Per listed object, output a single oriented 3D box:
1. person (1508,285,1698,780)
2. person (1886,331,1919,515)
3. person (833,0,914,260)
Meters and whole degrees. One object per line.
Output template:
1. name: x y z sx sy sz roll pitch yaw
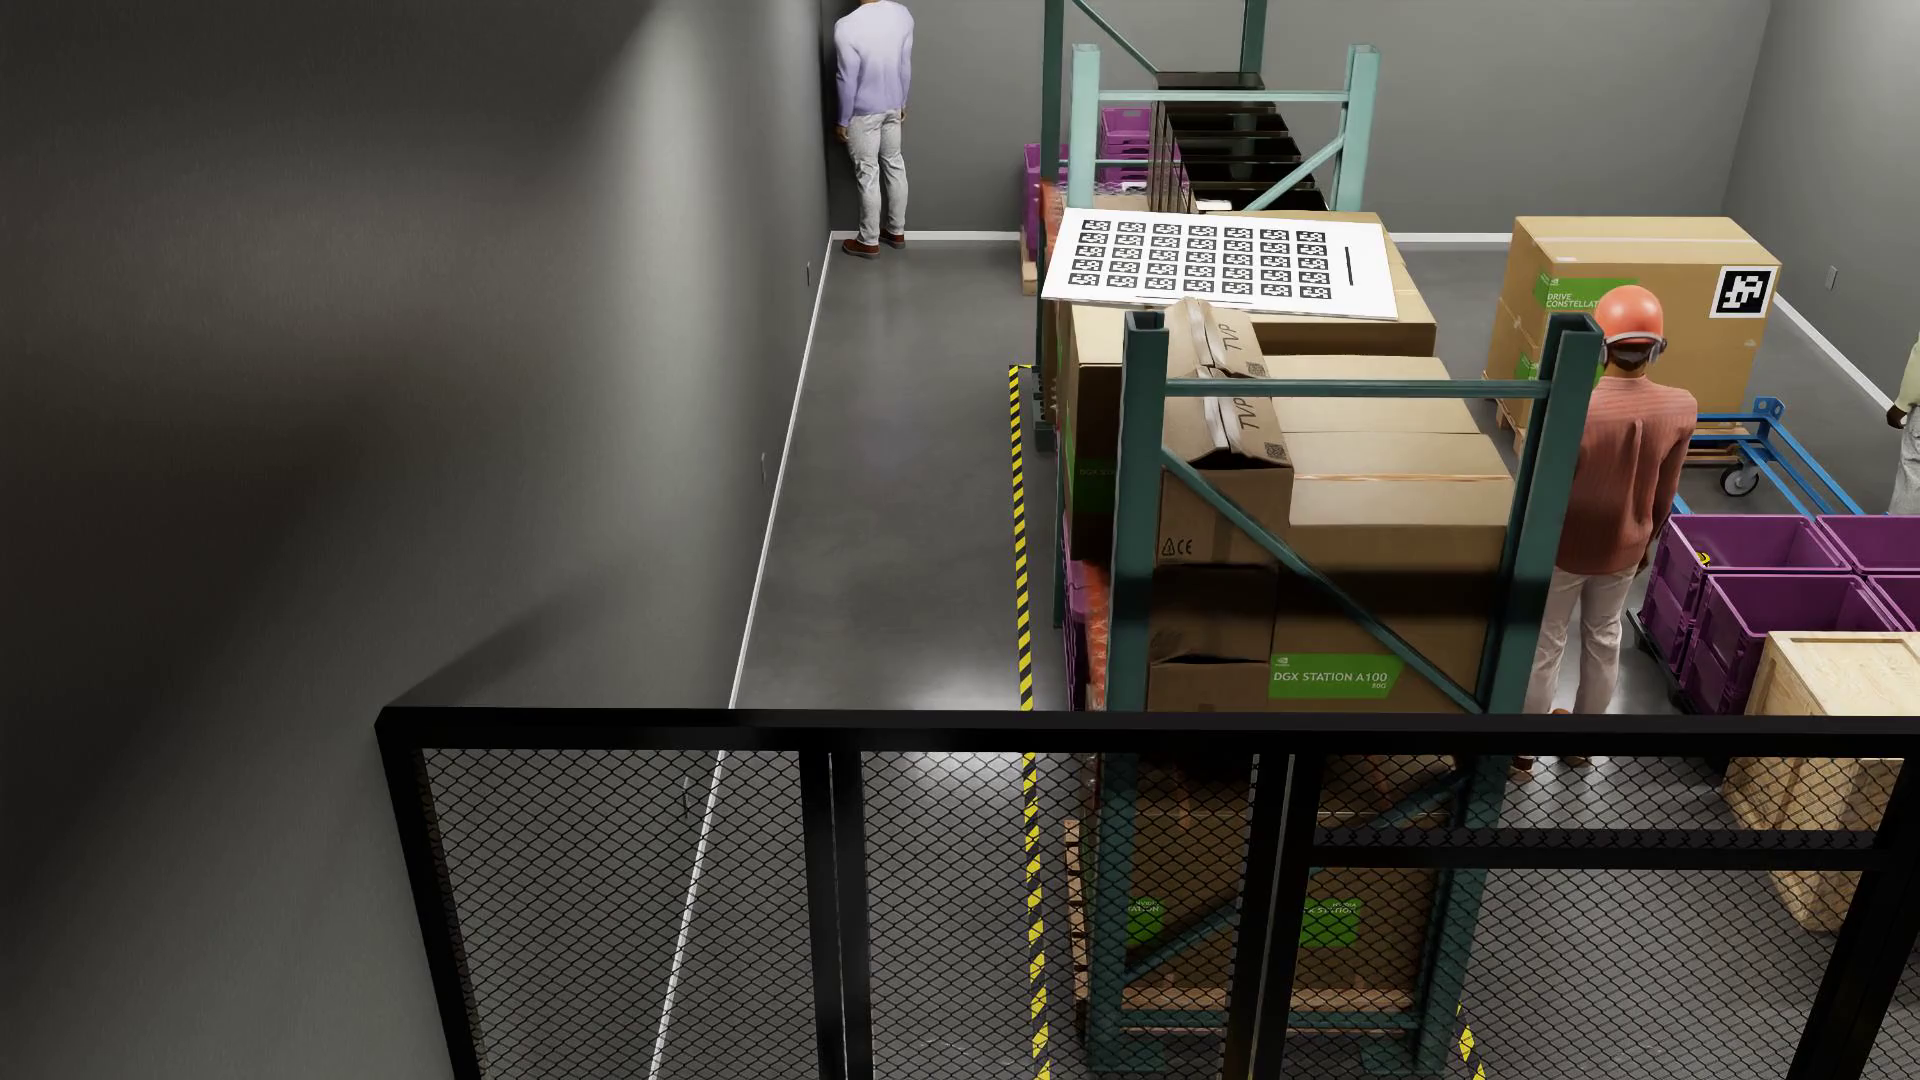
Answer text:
1. person: 2.308 0.011 6.152 0.611 1.986 0.388 -7 32 -12
2. person: 4.454 -0.647 7.390 0.600 1.831 0.404 2 31 3
3. person: -0.575 -2.812 10.886 0.372 1.940 0.631 27 40 37
